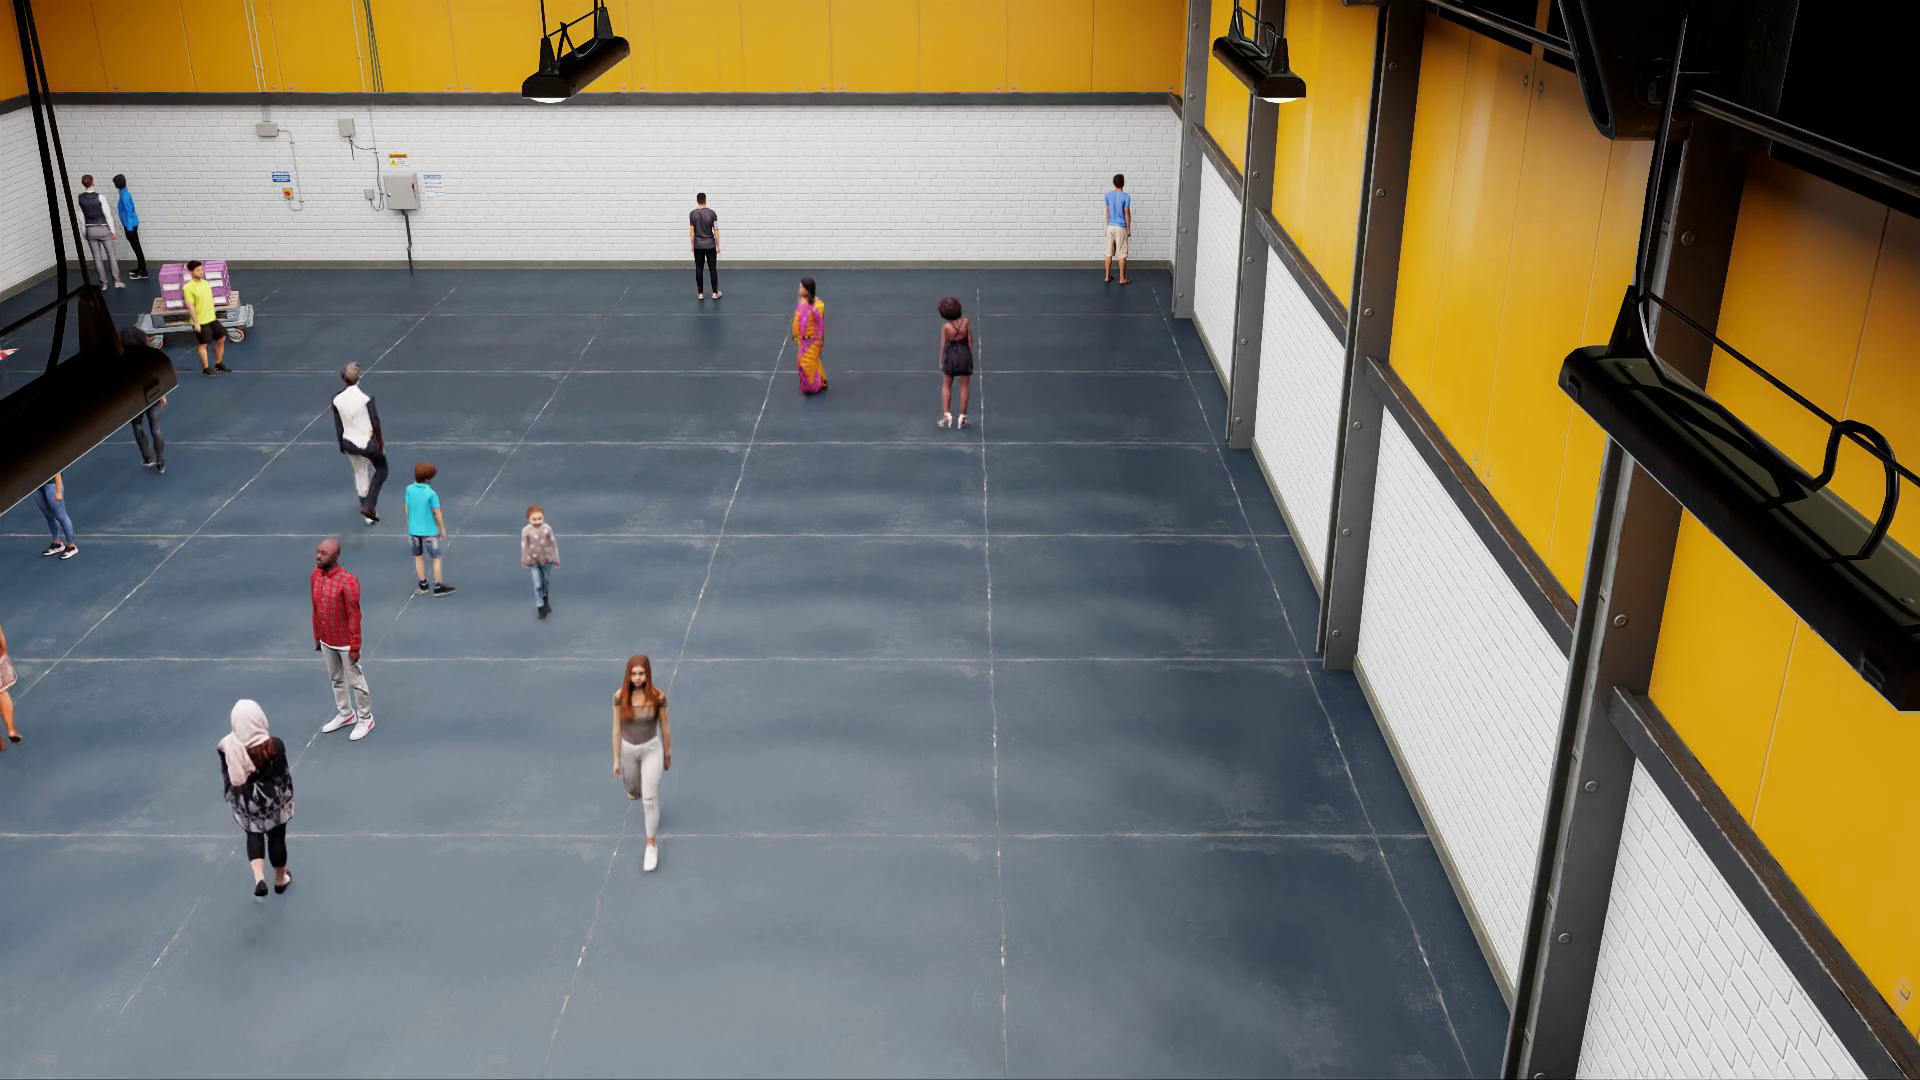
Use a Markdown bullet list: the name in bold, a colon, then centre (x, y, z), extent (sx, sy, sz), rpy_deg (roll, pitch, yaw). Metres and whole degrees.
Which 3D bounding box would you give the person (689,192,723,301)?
- **person**: centre (-4.234, -4.873, 27.552), extent (0.642, 1.764, 0.518), rpy_deg (0, 24, -1)

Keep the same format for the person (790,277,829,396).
- **person**: centre (-2.025, -2.842, 23.044), extent (0.892, 1.652, 0.841), rpy_deg (-15, 28, -30)

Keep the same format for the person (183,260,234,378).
- **person**: centre (-10.854, -3.162, 23.727), extent (0.803, 1.693, 0.695), rpy_deg (9, 25, 19)

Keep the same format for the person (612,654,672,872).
- **person**: centre (-2.430, 1.627, 12.762), extent (0.617, 1.700, 1.017), rpy_deg (1, 24, 1)

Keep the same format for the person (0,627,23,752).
- **person**: centre (-8.264, 1.083, 14.083), extent (0.850, 1.639, 0.910), rpy_deg (-22, 32, -40)

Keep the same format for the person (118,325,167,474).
- **person**: centre (-9.899, -1.677, 20.175), extent (0.845, 1.815, 0.911), rpy_deg (-15, 28, -30)

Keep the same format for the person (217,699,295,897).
- **person**: centre (-5.130, 1.935, 12.147), extent (0.700, 1.628, 0.809), rpy_deg (-4, 24, -10)

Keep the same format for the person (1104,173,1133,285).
- **person**: centre (2.700, -5.342, 28.501), extent (0.740, 1.863, 0.751), rpy_deg (14, 27, 29)

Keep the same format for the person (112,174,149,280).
- **person**: centre (-14.353, -5.445, 28.814), extent (0.752, 1.801, 0.629), rpy_deg (-11, 26, -24)

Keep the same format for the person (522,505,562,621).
- **person**: centre (-4.232, 0.181, 16.724), extent (0.659, 1.176, 0.802), rpy_deg (-9, 25, -19)

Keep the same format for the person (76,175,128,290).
- **person**: centre (-14.554, -5.214, 28.099), extent (0.745, 1.950, 0.726), rpy_deg (-4, 24, -9)

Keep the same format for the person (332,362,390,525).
- **person**: centre (-6.722, -1.026, 18.611), extent (0.722, 1.877, 0.773), rpy_deg (2, 24, 5)

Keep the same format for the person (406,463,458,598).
- **person**: centre (-5.539, -0.131, 17.114), extent (0.702, 1.434, 0.616), rpy_deg (-1, 24, -1)

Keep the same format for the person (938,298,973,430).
- **person**: centre (-0.031, -2.308, 21.685), extent (0.683, 1.763, 0.656), rpy_deg (-1, 24, -3)

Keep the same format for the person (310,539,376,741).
- **person**: centre (-5.383, 0.829, 14.438), extent (0.750, 1.819, 0.742), rpy_deg (11, 26, 24)
